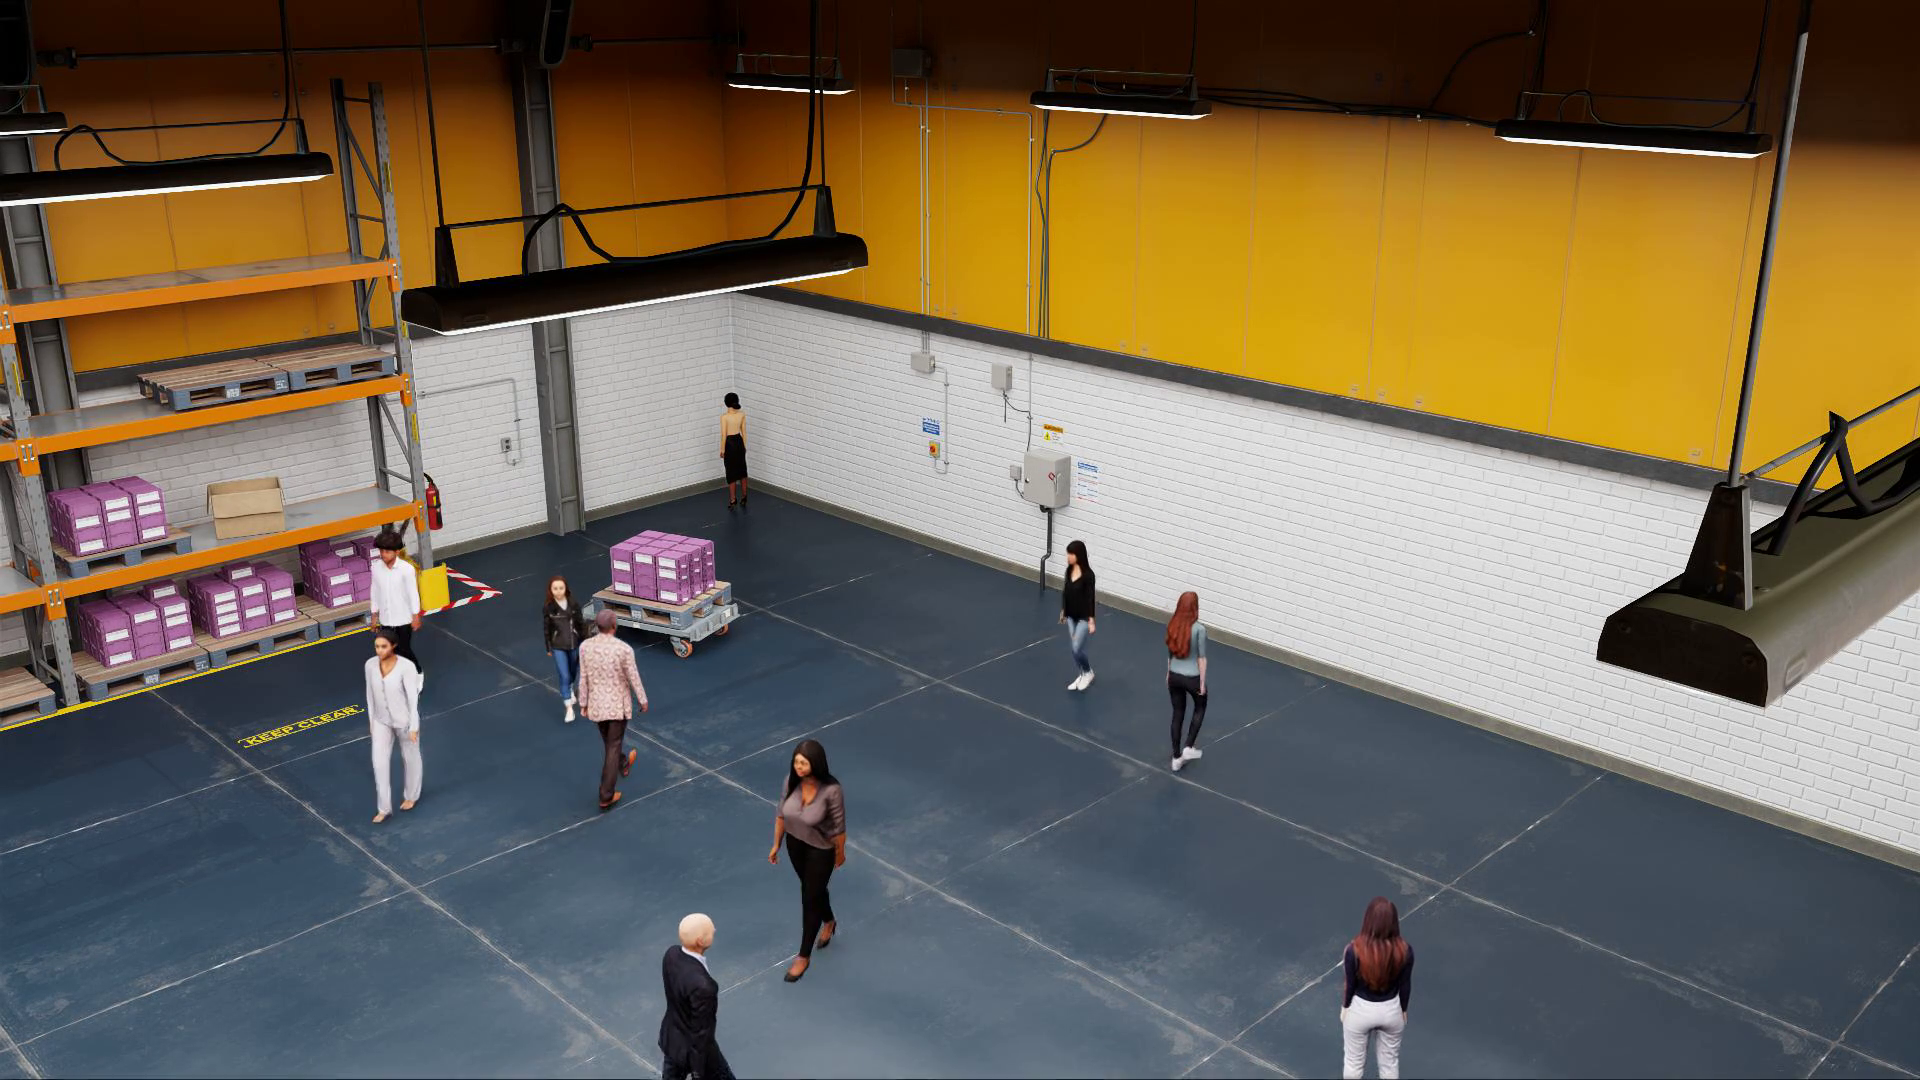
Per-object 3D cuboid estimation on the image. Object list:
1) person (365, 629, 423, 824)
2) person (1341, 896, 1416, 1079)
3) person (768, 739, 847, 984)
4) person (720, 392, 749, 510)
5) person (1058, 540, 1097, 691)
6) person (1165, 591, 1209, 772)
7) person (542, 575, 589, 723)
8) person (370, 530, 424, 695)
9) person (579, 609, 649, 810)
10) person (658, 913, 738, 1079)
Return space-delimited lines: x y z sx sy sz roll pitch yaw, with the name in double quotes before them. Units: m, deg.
"person" -4.952 1.564 14.698 0.932 1.715 1.005 1 19 4
"person" 2.637 3.004 10.595 0.660 1.606 0.715 0 19 1
"person" -1.049 2.295 12.391 0.817 1.803 1.125 11 21 29
"person" -3.146 -1.250 23.153 0.491 1.653 0.630 -15 24 -38
"person" 1.294 0.768 17.188 0.582 1.636 0.599 -15 24 -38
"person" 2.050 1.331 15.368 0.650 1.729 0.662 13 22 33
"person" -3.957 1.033 16.691 0.976 1.450 0.852 -8 20 -22
"person" -5.730 0.738 17.018 0.772 1.800 0.809 5 19 14
"person" -3.134 1.528 14.738 1.058 1.759 1.267 5 19 16
"person" -1.703 3.109 10.066 1.194 1.744 0.741 -15 24 -38
